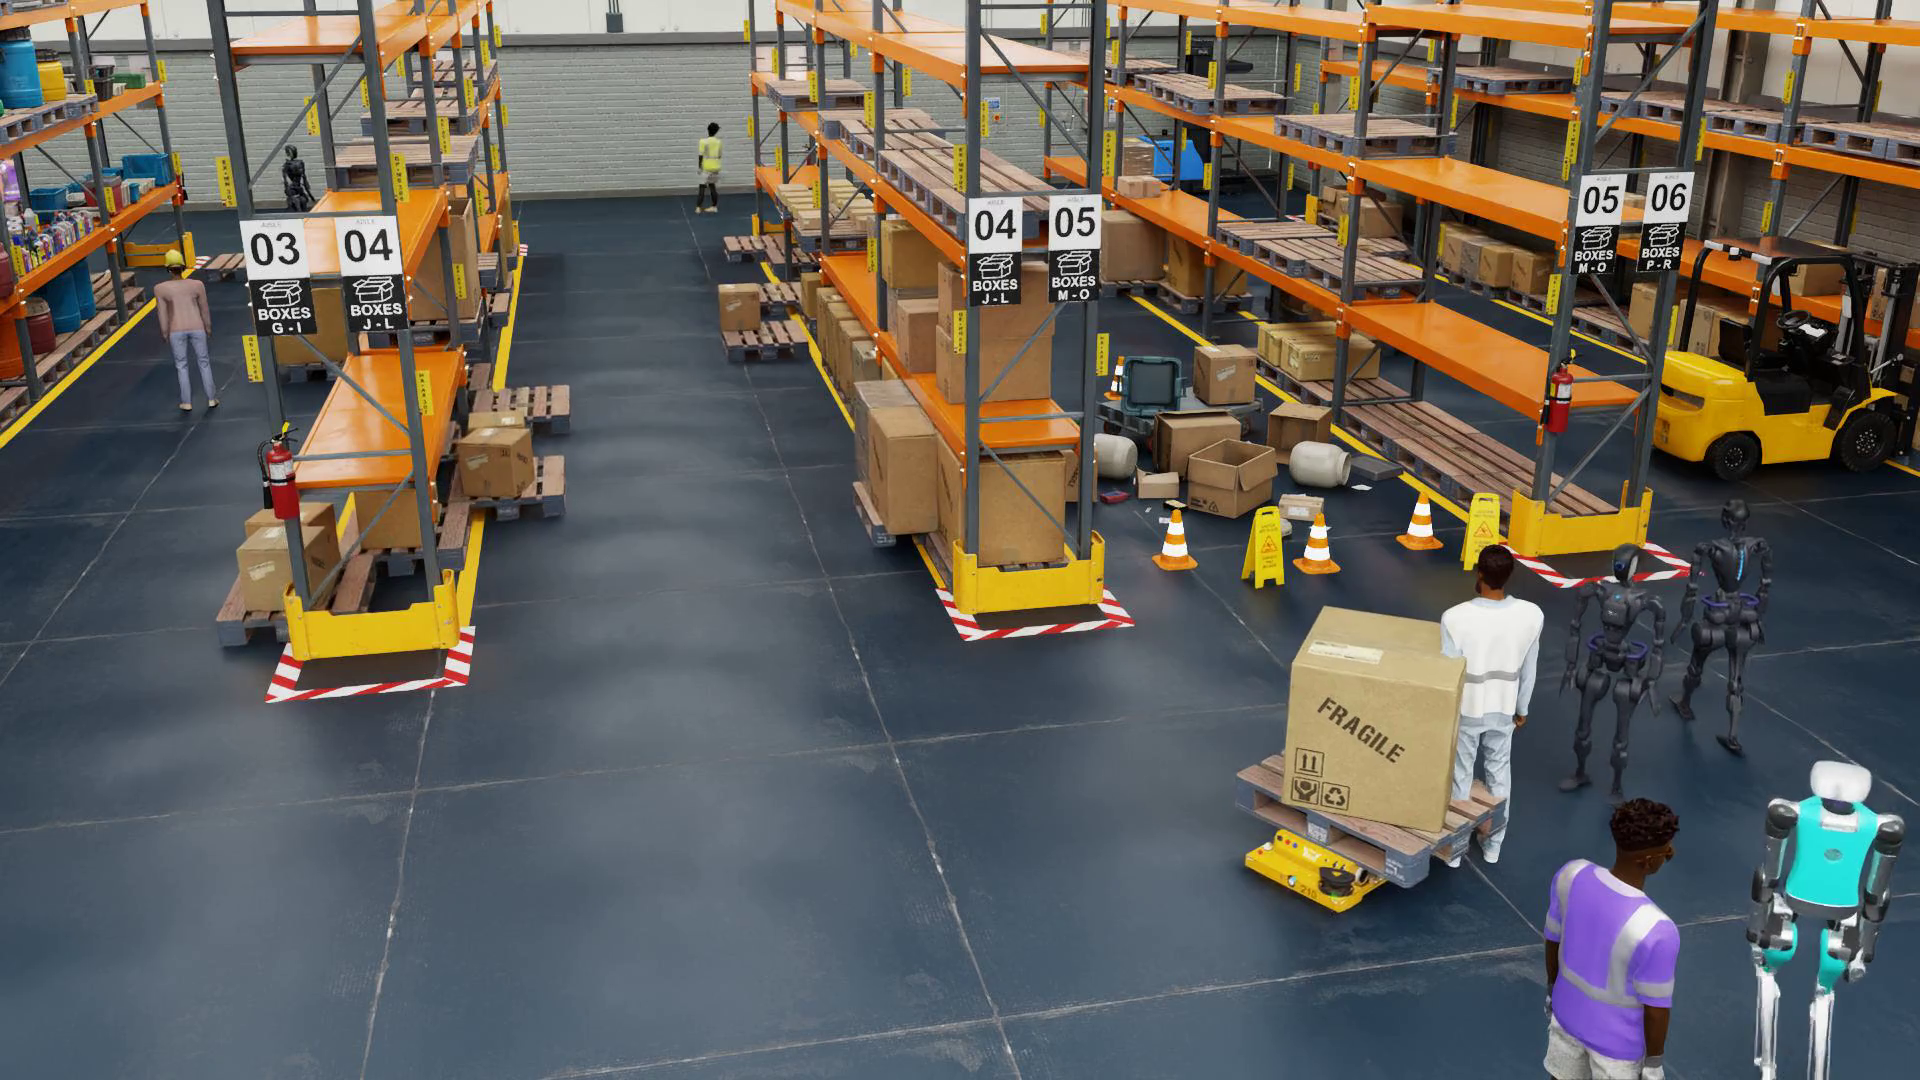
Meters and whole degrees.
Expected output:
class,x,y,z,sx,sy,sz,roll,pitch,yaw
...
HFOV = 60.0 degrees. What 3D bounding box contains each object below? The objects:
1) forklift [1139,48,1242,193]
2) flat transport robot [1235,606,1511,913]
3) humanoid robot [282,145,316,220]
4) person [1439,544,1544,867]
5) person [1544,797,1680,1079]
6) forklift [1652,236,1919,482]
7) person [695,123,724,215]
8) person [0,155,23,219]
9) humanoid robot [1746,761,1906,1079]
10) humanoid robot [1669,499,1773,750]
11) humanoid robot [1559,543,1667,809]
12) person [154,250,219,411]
class,x,y,z,sx,sy,sz,roll,pitch,yaw
forklift,4.566,-8.313,32.860,1.873,2.768,1.129,-4,21,-12
flat transport robot,2.352,1.693,9.644,1.431,0.231,0.659,-17,26,-39
humanoid robot,-10.968,-5.718,27.579,0.370,1.651,0.611,6,21,17
person,2.916,0.939,9.305,0.587,1.920,0.391,-3,21,-7
person,2.570,1.912,6.620,0.362,1.963,0.611,-9,22,-22
forklift,8.013,-1.814,16.330,2.313,2.155,1.214,-4,21,-12
person,-4.625,-6.816,30.569,0.390,1.650,0.634,16,26,37
person,-15.314,-5.493,26.959,0.353,1.686,0.482,11,23,27
humanoid robot,3.804,1.720,7.484,0.534,1.787,0.727,8,22,20
humanoid robot,4.994,0.513,10.868,0.598,1.621,0.795,-1,20,-1
humanoid robot,3.938,0.800,10.015,0.603,1.646,0.319,15,25,36
person,-8.480,-2.295,18.228,0.524,1.772,0.307,-11,23,-28
